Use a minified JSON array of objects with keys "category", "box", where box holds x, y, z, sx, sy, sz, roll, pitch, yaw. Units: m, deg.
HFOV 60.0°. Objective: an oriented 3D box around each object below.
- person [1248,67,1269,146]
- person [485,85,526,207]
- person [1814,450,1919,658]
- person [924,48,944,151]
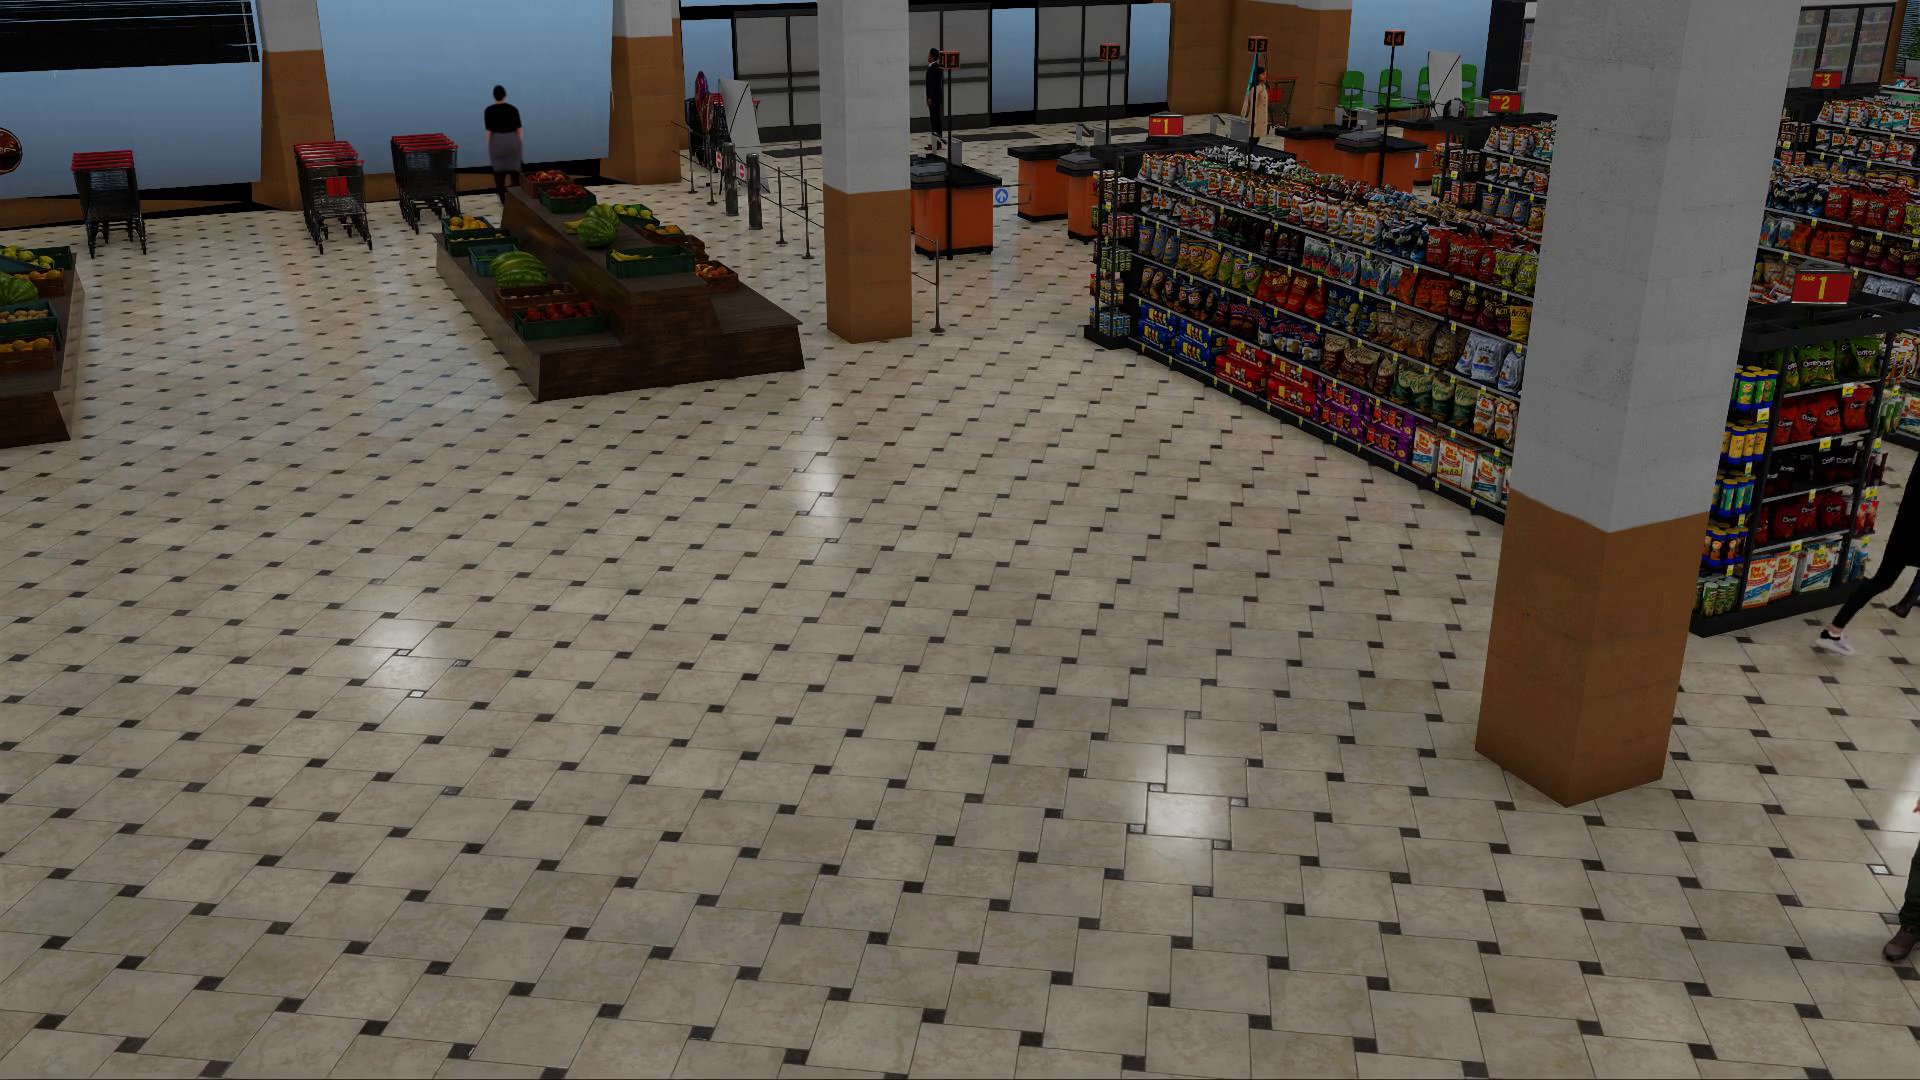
[{"category":"person","box":[4.777,-6.761,26.809,0.744,1.681,0.722,11,24,26]},{"category":"person","box":[-6.523,-5.633,23.910,0.783,1.749,0.850,-2,22,-6]},{"category":"person","box":[5.667,-0.031,9.951,0.962,1.762,1.158,-1,22,-1]},{"category":"person","box":[-0.440,-7.732,29.164,0.766,1.727,0.686,6,23,14]}]
